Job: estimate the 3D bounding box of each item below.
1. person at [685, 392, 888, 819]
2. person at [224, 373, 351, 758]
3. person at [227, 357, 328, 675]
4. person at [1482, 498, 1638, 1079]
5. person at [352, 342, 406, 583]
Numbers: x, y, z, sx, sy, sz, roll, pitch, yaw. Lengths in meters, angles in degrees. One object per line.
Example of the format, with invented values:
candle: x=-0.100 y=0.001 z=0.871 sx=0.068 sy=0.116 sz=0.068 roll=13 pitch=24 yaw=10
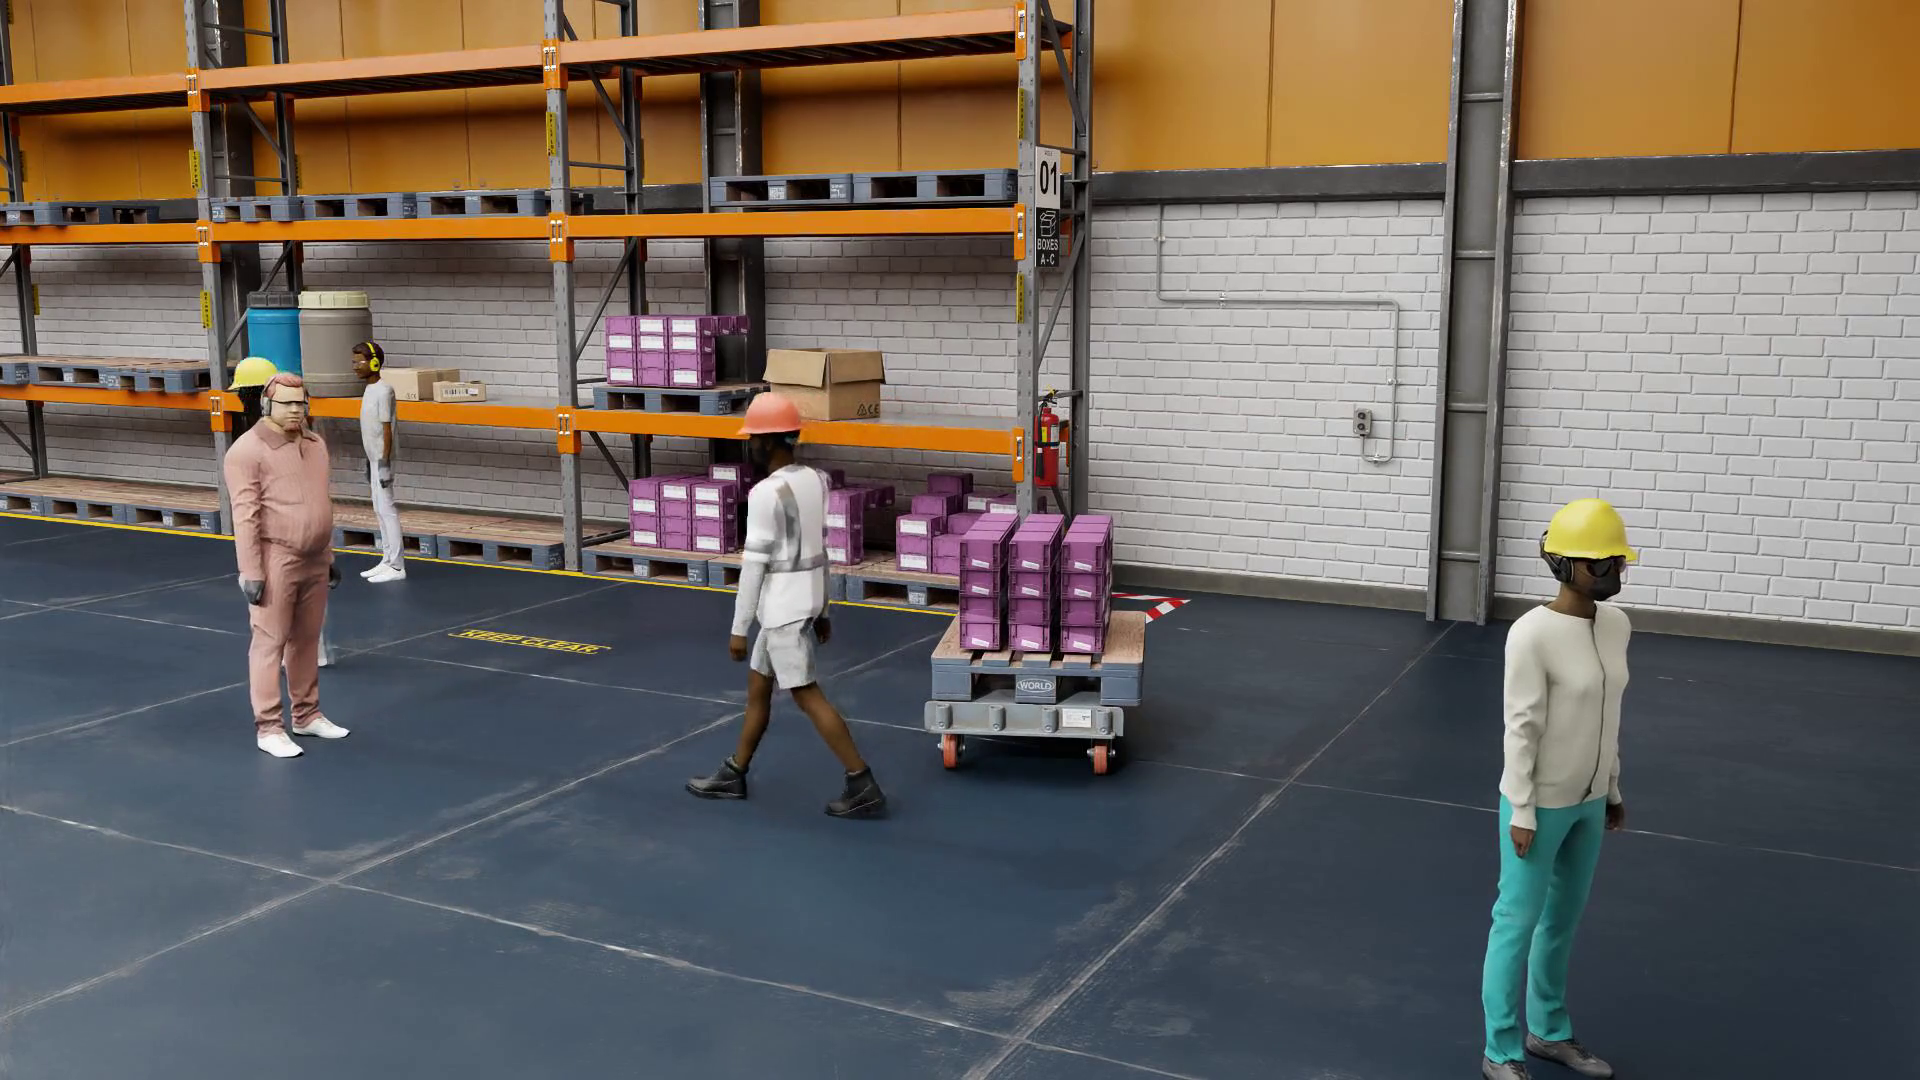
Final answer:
person: x=-0.762 y=0.293 z=7.336 sx=1.007 sy=1.888 sz=0.565 roll=3 pitch=10 yaw=18
person: x=-3.348 y=0.115 z=8.362 sx=0.399 sy=1.905 sz=0.642 roll=3 pitch=10 yaw=18
person: x=-4.088 y=-0.135 z=9.922 sx=0.557 sy=1.904 sz=0.589 roll=-1 pitch=9 yaw=-4
person: x=1.769 y=0.753 z=4.848 sx=0.525 sy=1.769 sz=0.327 roll=-6 pitch=11 yaw=-35
person: x=-4.526 y=-0.605 z=12.942 sx=0.327 sy=1.861 sz=0.513 roll=-6 pitch=11 yaw=-32
